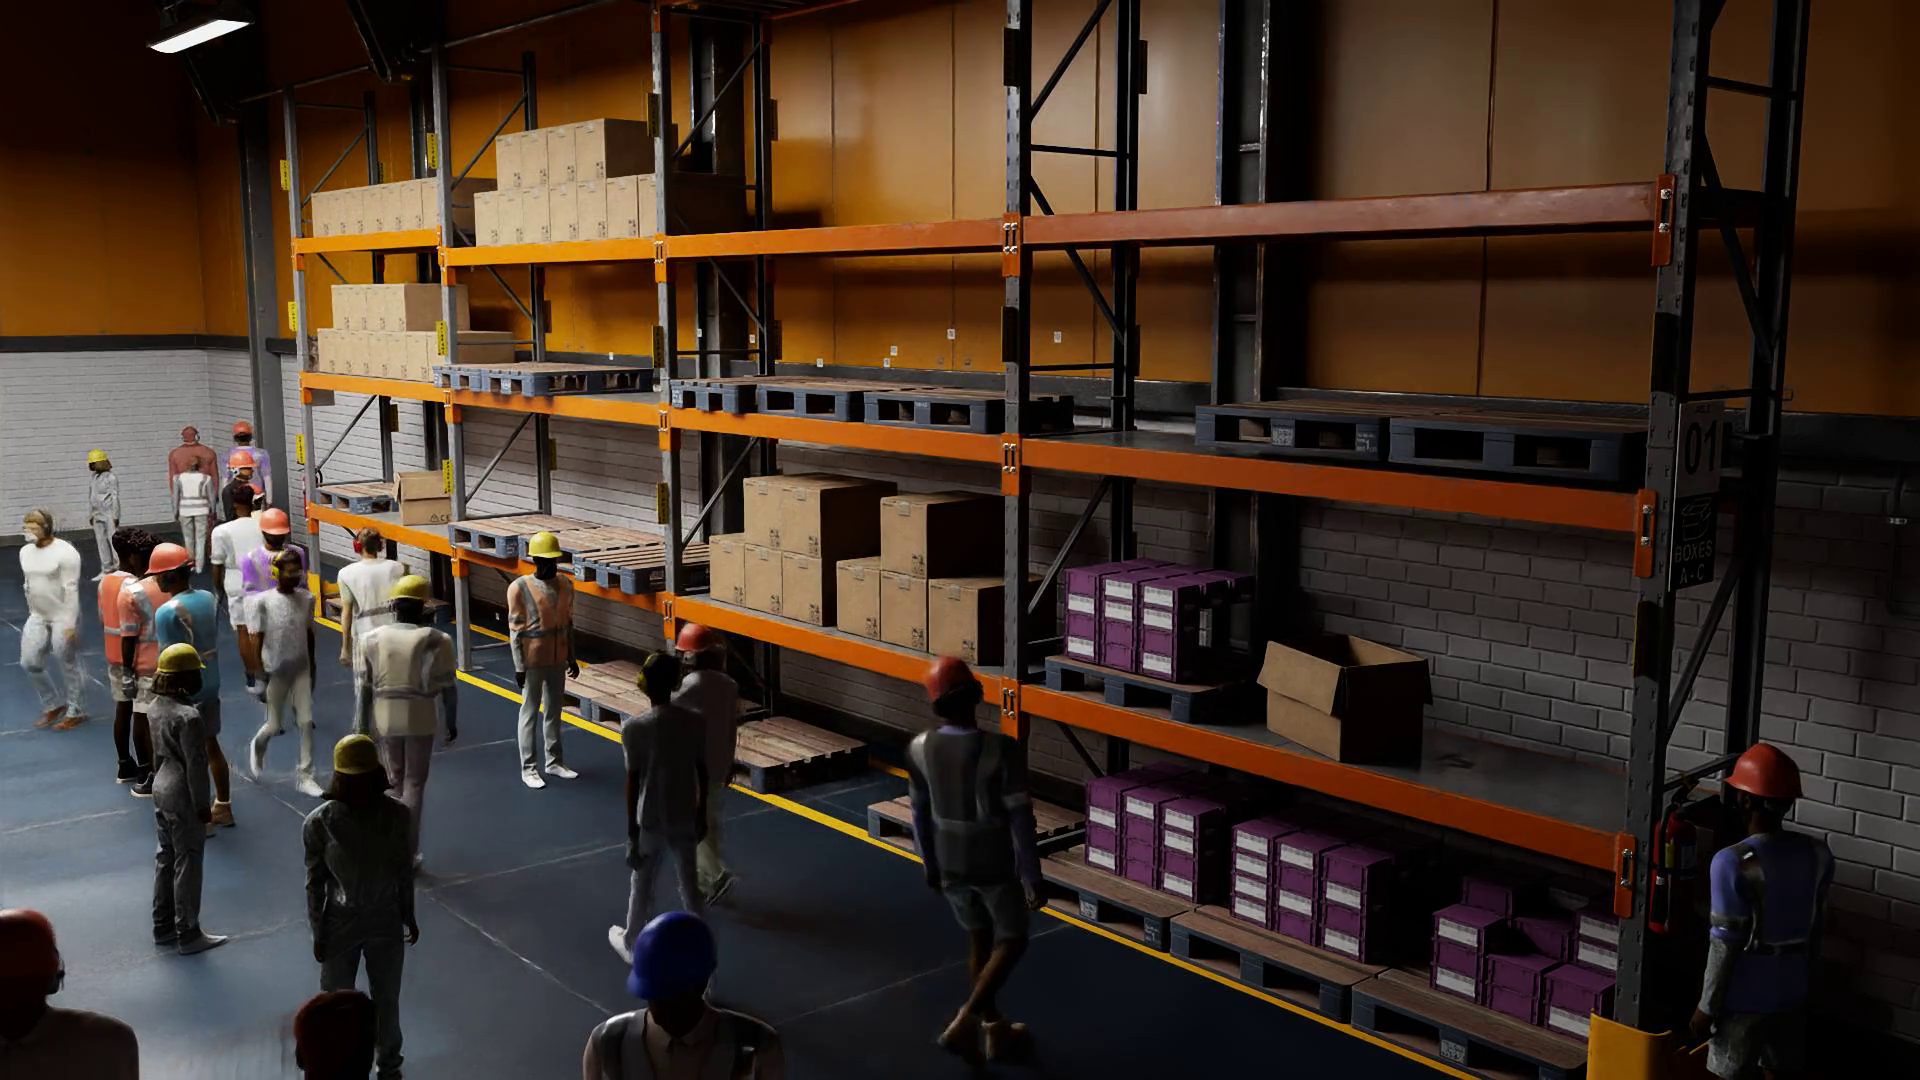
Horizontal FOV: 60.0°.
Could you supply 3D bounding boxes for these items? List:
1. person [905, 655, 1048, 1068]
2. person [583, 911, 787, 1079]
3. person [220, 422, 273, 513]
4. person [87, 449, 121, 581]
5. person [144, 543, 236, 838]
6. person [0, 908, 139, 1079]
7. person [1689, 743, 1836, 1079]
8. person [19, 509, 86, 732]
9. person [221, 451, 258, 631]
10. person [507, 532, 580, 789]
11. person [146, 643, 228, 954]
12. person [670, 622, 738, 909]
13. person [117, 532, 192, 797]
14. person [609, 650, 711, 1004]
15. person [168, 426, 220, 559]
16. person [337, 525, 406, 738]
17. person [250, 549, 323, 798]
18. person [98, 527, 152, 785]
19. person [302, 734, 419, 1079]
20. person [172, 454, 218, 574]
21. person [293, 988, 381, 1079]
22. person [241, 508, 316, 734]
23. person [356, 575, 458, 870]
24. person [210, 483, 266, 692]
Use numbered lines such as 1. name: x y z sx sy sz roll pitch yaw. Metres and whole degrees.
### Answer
1. person: 0.098 1.534 7.888 0.686 1.997 0.634 6 10 35
2. person: -0.794 1.995 4.803 0.617 1.943 0.395 0 8 1
3. person: -9.566 -0.563 22.320 0.647 2.027 0.391 -3 9 -20
4. person: -11.121 -0.315 21.595 0.493 1.738 0.328 3 9 23
5. person: -5.269 1.024 11.313 0.438 2.026 0.606 1 8 7
6. person: -2.629 1.991 4.714 0.620 1.986 0.410 -3 9 -22
7. person: 3.109 1.752 6.518 0.543 1.940 0.361 -3 9 -19
8. person: -7.655 0.687 14.025 0.629 1.921 0.490 2 9 16
9. person: -7.928 0.009 18.443 0.377 1.995 0.608 0 8 0
10. person: -3.124 0.889 12.553 0.379 1.928 0.585 6 10 38
11. person: -4.392 1.444 9.396 0.483 1.734 0.354 7 11 40
12. person: -1.540 1.355 9.949 0.466 1.740 0.581 5 10 33
13. person: -5.931 0.915 12.294 0.385 1.957 0.603 4 9 23
14. person: -1.581 1.483 8.838 0.532 1.808 1.009 -5 10 -33
15. person: -10.709 -0.641 23.289 0.636 1.903 0.405 -5 9 -29
16. person: -4.816 0.790 13.629 0.584 1.844 0.485 -8 11 -43
17. person: -5.029 0.966 12.304 0.738 1.847 0.540 7 11 41
18. person: -6.194 0.885 12.484 0.608 1.957 0.365 6 10 35
19. person: -2.664 1.717 7.440 0.485 1.745 0.296 -6 10 -37
20. person: -10.265 -0.350 22.332 0.531 1.608 0.659 -1 8 -9
21. person: -1.648 2.090 4.491 0.582 1.837 0.971 4 9 26
22. person: -5.740 0.683 14.026 0.391 1.923 0.550 8 11 44
23. person: -3.533 1.171 10.707 0.599 1.893 0.637 0 8 2
24. person: -6.675 0.436 15.616 0.645 1.946 0.534 -4 9 -27
